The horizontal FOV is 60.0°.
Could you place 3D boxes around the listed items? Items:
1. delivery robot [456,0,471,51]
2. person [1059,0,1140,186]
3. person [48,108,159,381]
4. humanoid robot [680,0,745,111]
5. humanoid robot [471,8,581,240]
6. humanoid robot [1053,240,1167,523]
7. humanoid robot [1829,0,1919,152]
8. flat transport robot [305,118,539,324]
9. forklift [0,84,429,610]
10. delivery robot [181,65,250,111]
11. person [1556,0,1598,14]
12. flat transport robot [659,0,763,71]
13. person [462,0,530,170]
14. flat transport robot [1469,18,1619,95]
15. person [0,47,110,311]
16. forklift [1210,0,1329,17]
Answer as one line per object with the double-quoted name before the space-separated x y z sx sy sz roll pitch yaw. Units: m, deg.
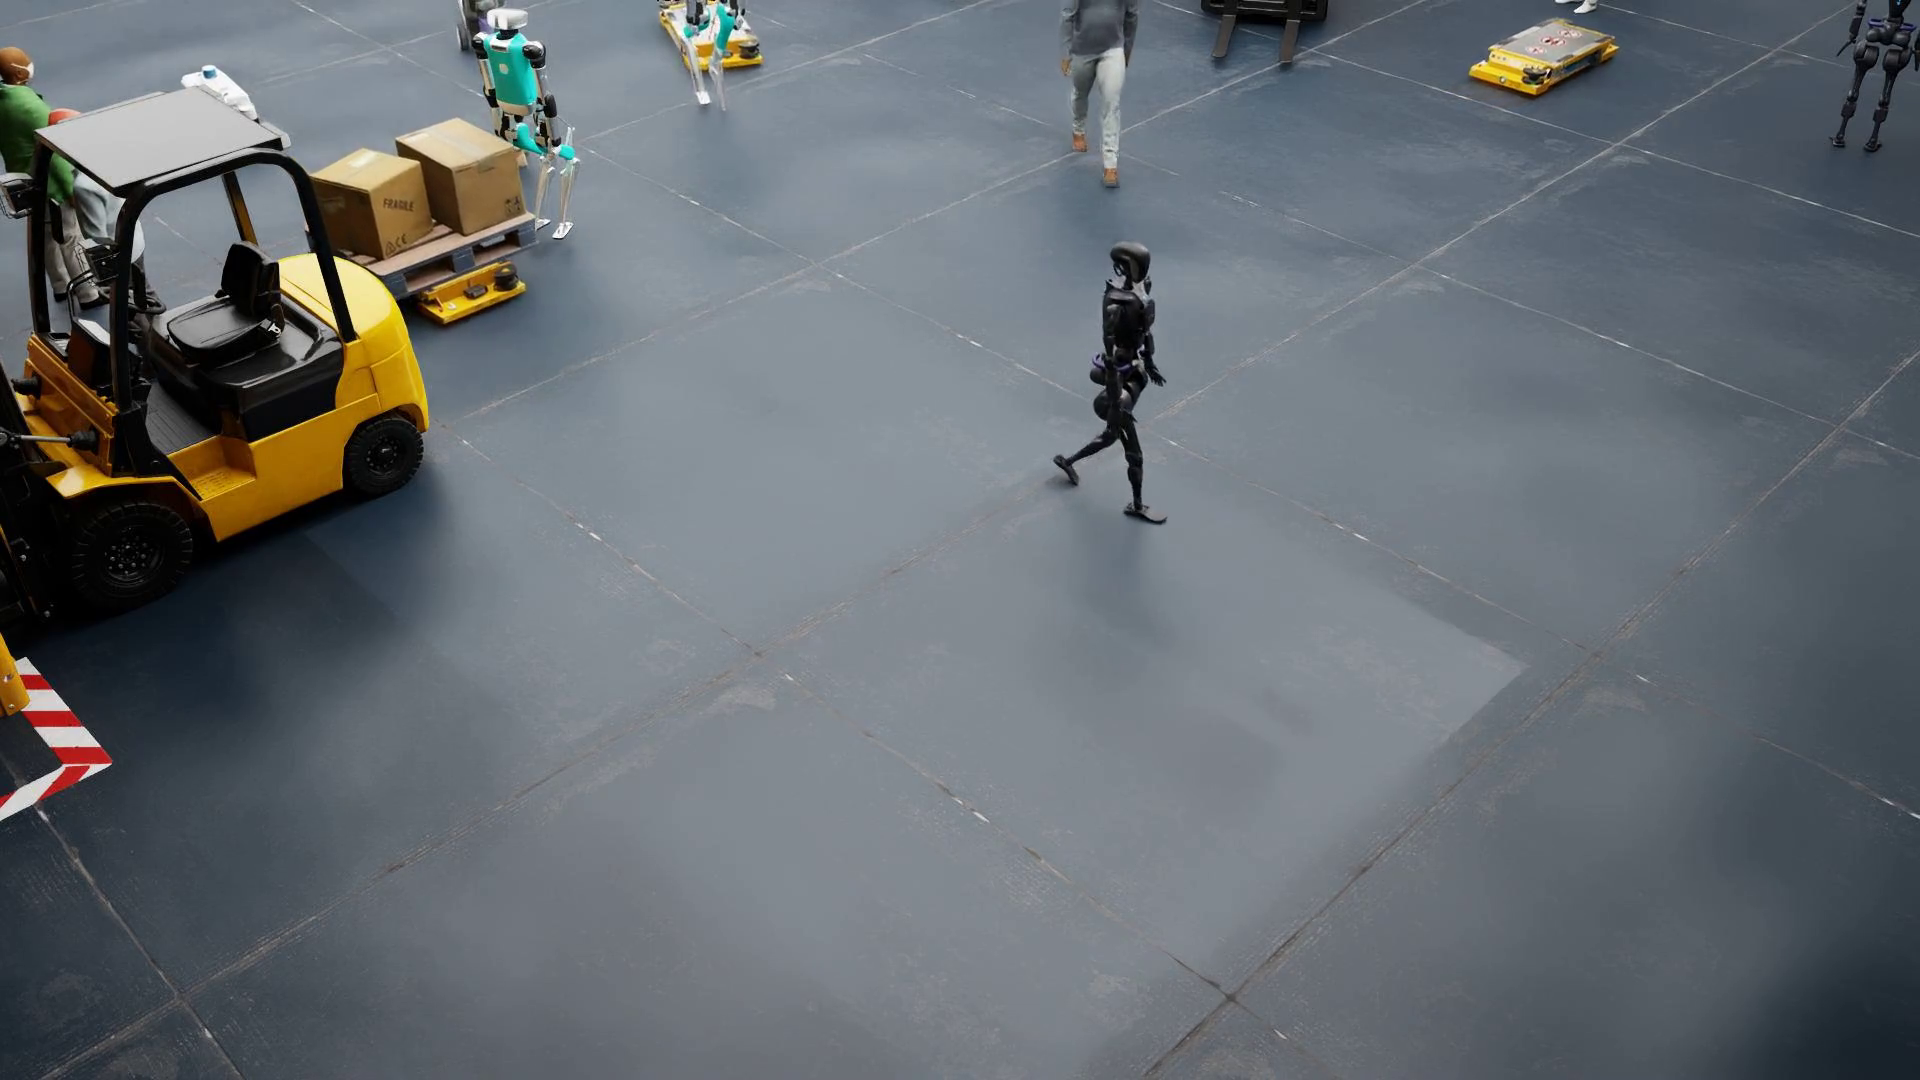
"delivery robot" -4.396 -4.846 15.243 0.499 0.592 0.796 -12 38 -16
"person" 1.051 -3.738 12.657 0.635 1.888 1.036 -2 37 -3
"person" -5.188 -1.801 10.179 0.352 1.737 0.576 -4 37 -6
"humanoid robot" -2.069 -4.329 13.646 0.547 1.861 0.786 -21 41 -25
"humanoid robot" -2.922 -2.947 11.604 0.533 1.677 0.735 13 39 17
"humanoid robot" 0.856 -0.885 9.057 0.764 1.654 0.603 18 40 22
"humanoid robot" 7.237 -3.896 13.023 0.599 1.657 0.315 17 40 22
"flat transport robot" -3.704 -1.920 11.567 1.431 0.231 0.659 30 46 34
"forklift" -4.145 -1.093 8.856 2.313 2.155 1.214 -31 47 -34
"delivery robot" -6.038 -3.553 13.525 0.499 0.608 0.803 -25 43 -29
"person" 5.987 -5.796 15.607 0.309 1.642 0.514 -9 38 -11
"flat transport robot" -2.294 -4.634 15.200 0.659 0.231 1.431 -12 38 -15
"person" -3.581 -3.796 12.598 0.389 2.044 0.606 -2 37 -3
"flat transport robot" 5.198 -4.294 14.745 1.431 0.231 0.659 -30 46 -34
"person" -5.977 -2.344 10.881 0.550 1.778 0.384 19 41 24
"forklift" 3.106 -6.400 15.960 1.214 2.155 2.313 8 37 10
